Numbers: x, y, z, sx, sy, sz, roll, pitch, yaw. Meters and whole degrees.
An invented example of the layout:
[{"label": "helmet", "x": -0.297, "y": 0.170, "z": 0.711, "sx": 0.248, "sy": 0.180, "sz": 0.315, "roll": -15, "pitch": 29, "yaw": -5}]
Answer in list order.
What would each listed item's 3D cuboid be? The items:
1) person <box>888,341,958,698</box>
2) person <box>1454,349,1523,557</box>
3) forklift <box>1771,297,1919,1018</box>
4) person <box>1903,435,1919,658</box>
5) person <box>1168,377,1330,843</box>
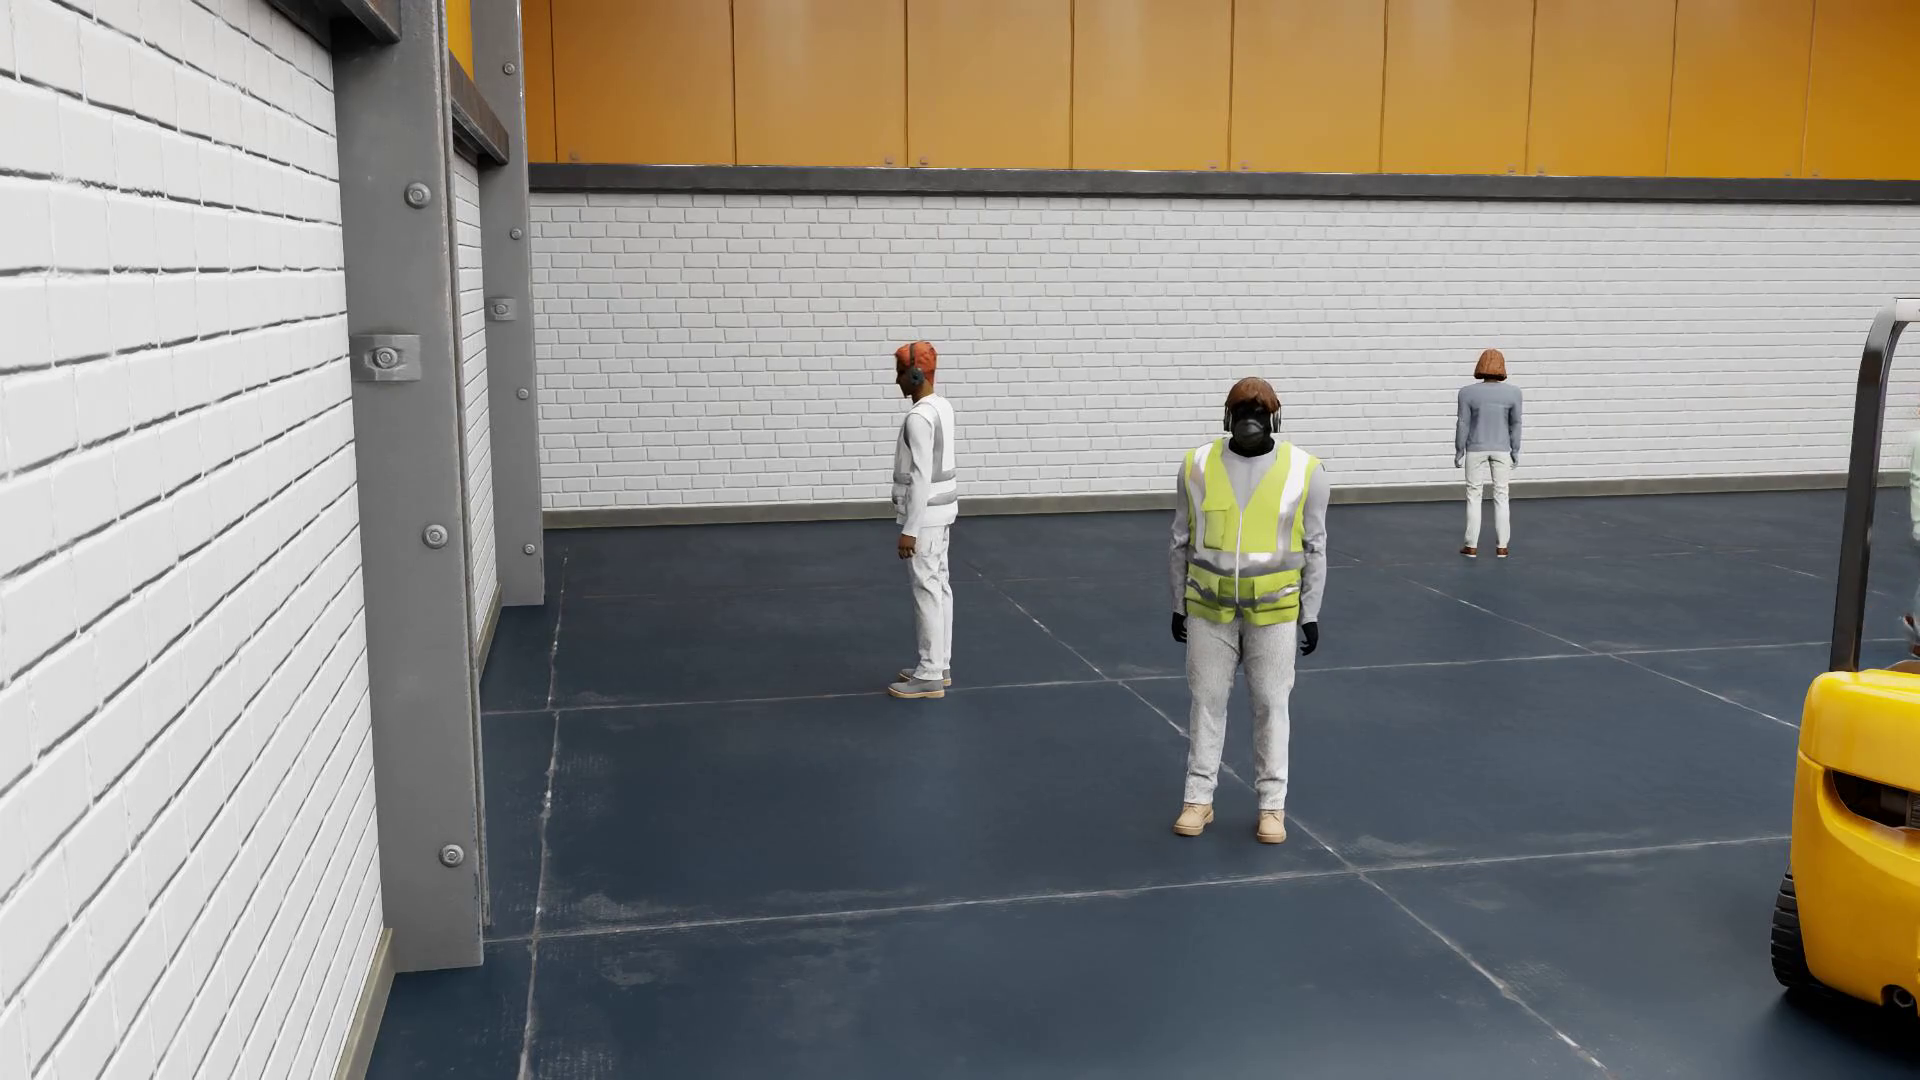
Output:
[{"label": "person", "x": -0.197, "y": -0.105, "z": 8.798, "sx": 0.355, "sy": 1.882, "sz": 0.574, "roll": 2, "pitch": 10, "yaw": 12}, {"label": "person", "x": 4.126, "y": -0.673, "z": 13.019, "sx": 0.502, "sy": 1.632, "sz": 0.277, "roll": 1, "pitch": 9, "yaw": 8}, {"label": "forklift", "x": 3.542, "y": 0.334, "z": 5.177, "sx": 2.313, "sy": 2.155, "sz": 1.214, "roll": -9, "pitch": 13, "yaw": -43}, {"label": "person", "x": 5.648, "y": -0.095, "z": 9.534, "sx": 0.518, "sy": 1.617, "sz": 0.366, "roll": -3, "pitch": 10, "yaw": -19}, {"label": "person", "x": 1.125, "y": 0.277, "z": 6.592, "sx": 0.621, "sy": 1.846, "sz": 0.429, "roll": 3, "pitch": 10, "yaw": 17}]
